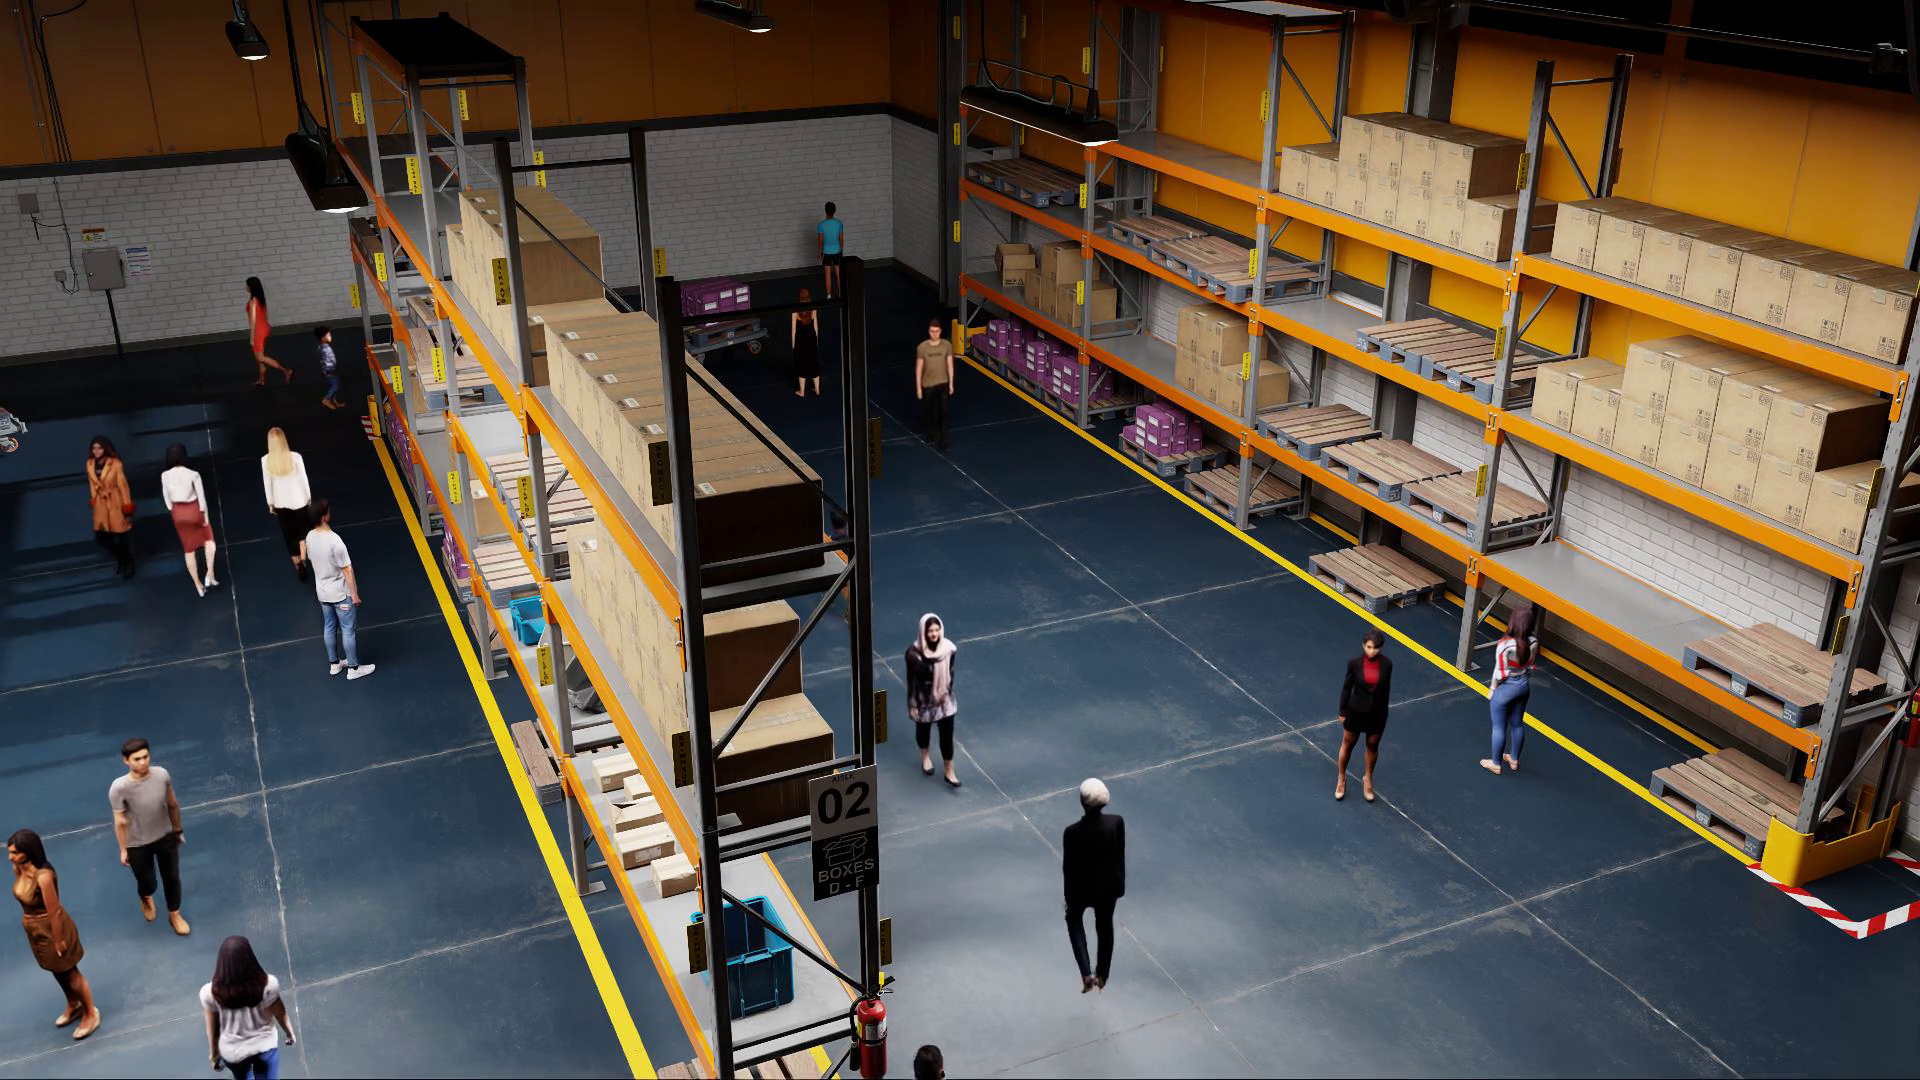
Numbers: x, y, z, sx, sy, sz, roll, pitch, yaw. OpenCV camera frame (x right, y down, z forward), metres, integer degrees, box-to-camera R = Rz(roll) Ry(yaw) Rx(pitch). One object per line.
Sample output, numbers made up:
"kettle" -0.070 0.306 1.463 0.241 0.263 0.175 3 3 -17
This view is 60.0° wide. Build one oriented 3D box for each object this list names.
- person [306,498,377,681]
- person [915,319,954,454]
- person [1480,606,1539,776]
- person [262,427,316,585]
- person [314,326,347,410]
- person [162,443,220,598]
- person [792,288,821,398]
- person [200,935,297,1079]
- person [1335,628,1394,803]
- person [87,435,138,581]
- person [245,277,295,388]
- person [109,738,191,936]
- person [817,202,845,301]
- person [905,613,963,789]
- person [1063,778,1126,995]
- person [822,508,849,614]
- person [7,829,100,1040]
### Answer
"person" -6.189 0.475 16.455 0.725 1.890 0.816 12 26 25
"person" -0.347 -2.112 22.475 0.931 1.809 1.226 -3 24 -6
"person" 4.923 1.329 14.848 0.609 1.612 0.519 -9 25 -19
"person" -7.385 -0.329 18.350 0.728 1.845 0.824 -5 24 -11
"person" -9.165 -2.479 24.021 0.622 1.242 0.536 -4 24 -8
"person" -8.424 -0.181 18.143 0.673 1.739 0.682 -2 24 -5
"person" -2.278 -2.925 24.565 0.545 1.623 0.543 -11 26 -23
"person" -4.428 3.255 10.369 0.687 1.671 0.692 -6 24 -14
"person" 3.499 1.521 14.375 0.703 1.640 0.753 3 24 6
"person" -9.447 -0.378 18.631 0.834 1.710 0.848 2 24 5
"person" -10.360 -3.066 24.792 0.884 1.701 0.979 -1 24 -1
"person" -6.187 2.232 12.656 0.826 1.713 0.760 22 32 40
"person" -2.251 -5.050 29.237 0.624 1.776 0.534 -9 25 -19
"person" -0.294 1.358 14.777 0.671 1.615 0.859 -8 25 -18
"person" 0.994 2.437 11.515 0.807 1.771 0.736 -5 24 -10
"person" -1.245 0.254 17.832 0.613 1.192 0.873 -15 28 -31
"person" -6.325 2.726 11.564 0.602 1.683 0.701 15 28 30
